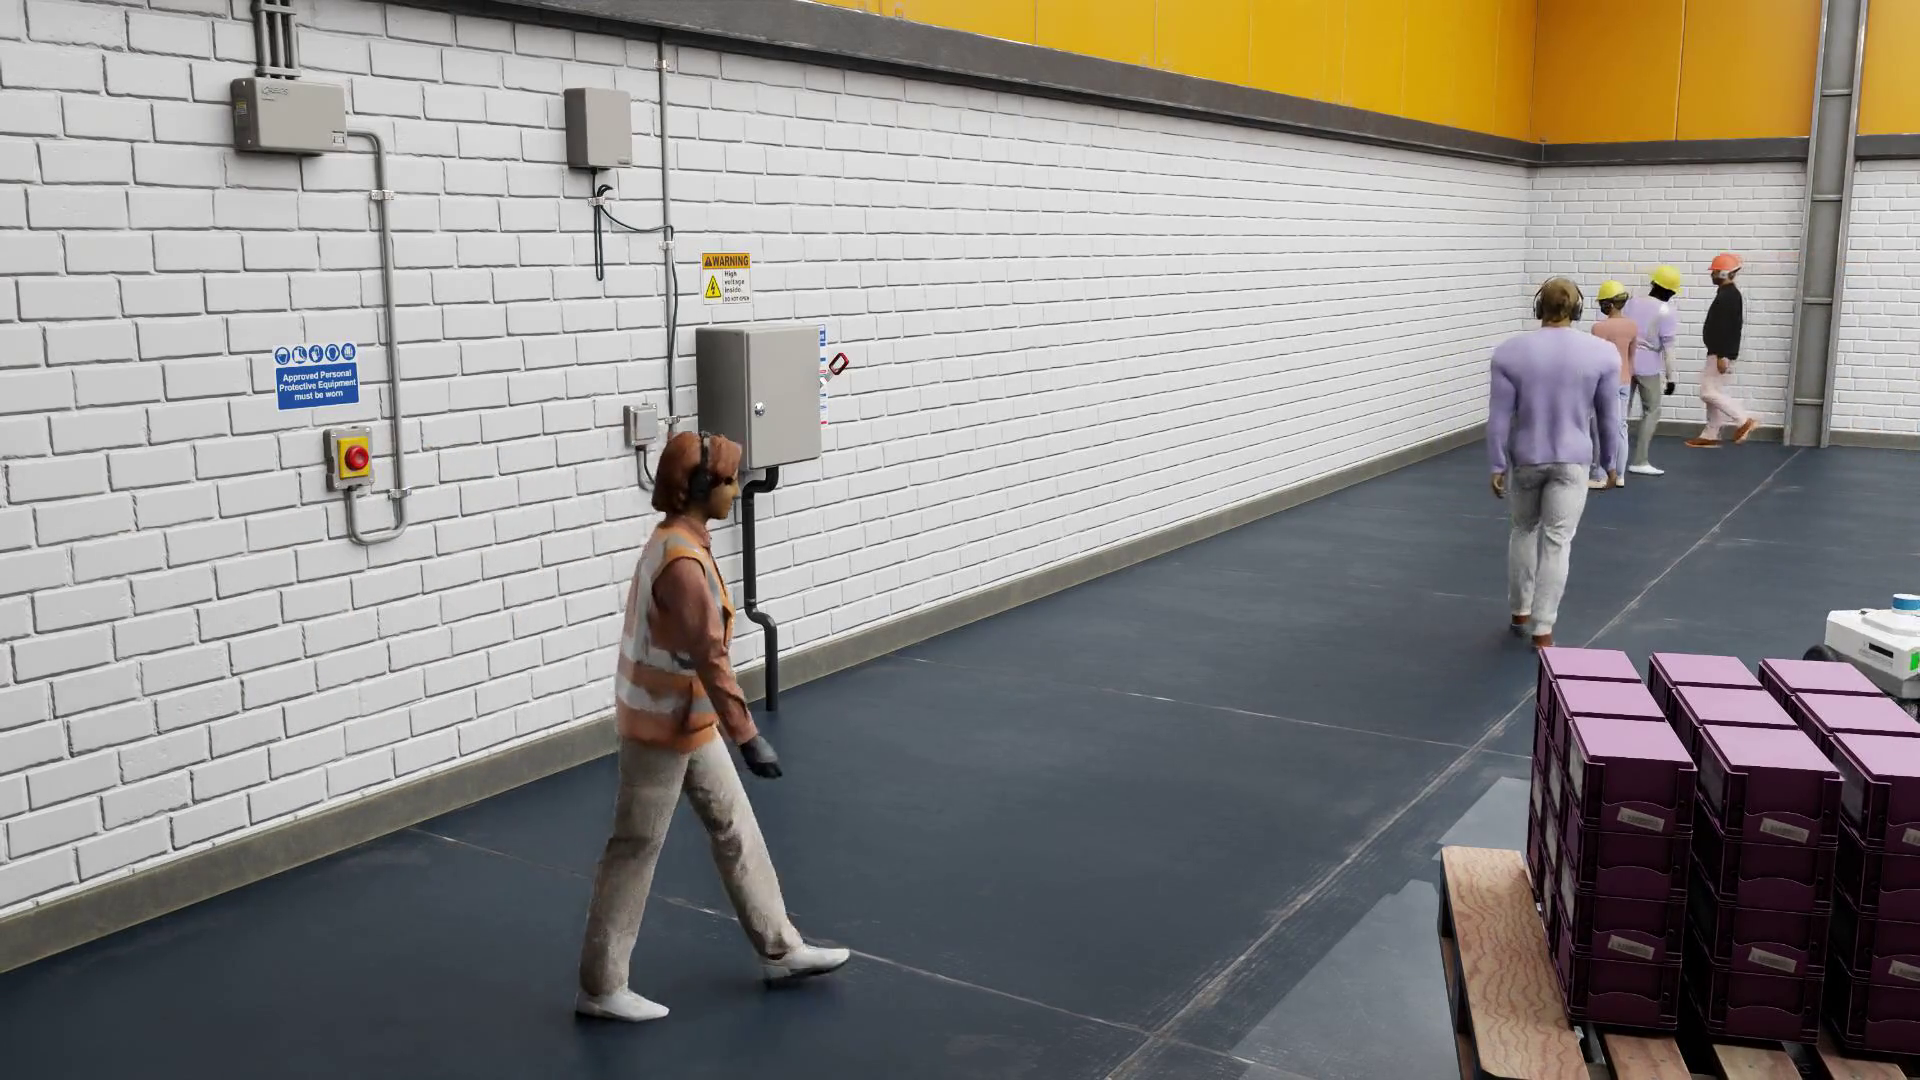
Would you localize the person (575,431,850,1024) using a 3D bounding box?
[{"bbox_3d":[-0.669,0.513,4.456,0.833,1.597,0.522,-1,10,-5],"label":"person"}]

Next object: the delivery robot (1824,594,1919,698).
[{"bbox_3d":[4.113,0.480,7.265,0.477,0.478,0.707,0,10,-2],"label":"delivery robot"}]

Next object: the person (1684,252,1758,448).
[{"bbox_3d":[7.689,-1.884,16.683,0.589,1.977,0.619,7,12,34],"label":"person"}]

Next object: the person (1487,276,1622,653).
[{"bbox_3d":[3.094,-0.402,8.661,0.640,1.909,0.830,5,11,26],"label":"person"}]

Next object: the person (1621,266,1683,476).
[{"bbox_3d":[6.133,-1.533,15.045,0.374,1.876,0.720,-7,12,-34],"label":"person"}]

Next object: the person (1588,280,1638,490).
[{"bbox_3d":[5.471,-1.300,14.039,0.523,1.767,0.313,-6,12,-30],"label":"person"}]
